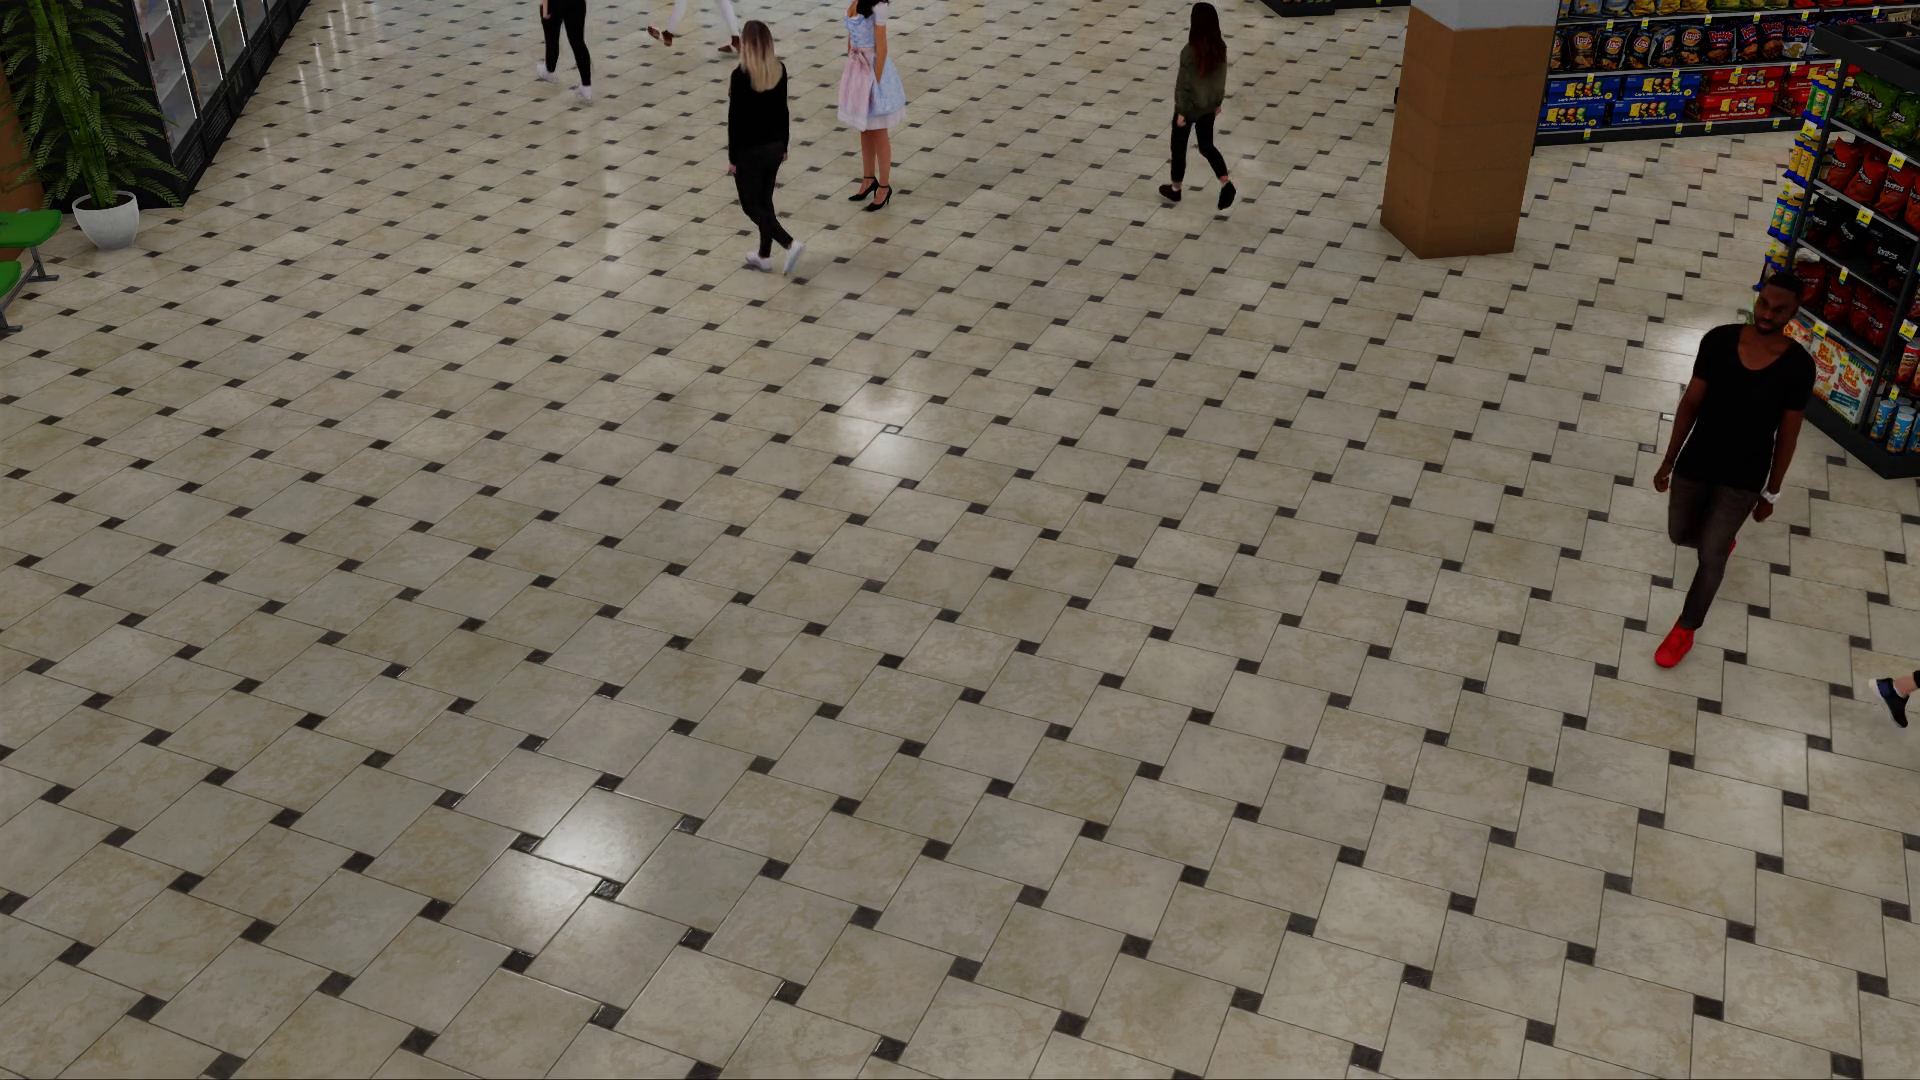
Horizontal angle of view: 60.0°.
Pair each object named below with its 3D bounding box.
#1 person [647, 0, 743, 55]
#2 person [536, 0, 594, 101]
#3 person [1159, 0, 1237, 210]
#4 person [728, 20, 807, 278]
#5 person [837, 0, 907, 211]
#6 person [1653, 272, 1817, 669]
[{"bbox_3d":[-2.270,-5.265,15.222,1.250,1.670,1.059,13,34,20],"label":"person"},{"bbox_3d":[-3.333,-4.525,14.109,1.132,1.589,1.054,-25,40,-34],"label":"person"},{"bbox_3d":[1.746,-3.067,11.892,0.977,1.457,0.888,-19,37,-27],"label":"person"},{"bbox_3d":[-1.242,-2.465,10.725,0.961,1.666,0.965,-27,41,-36],"label":"person"},{"bbox_3d":[-0.648,-3.273,11.880,0.844,1.819,0.809,-18,36,-26],"label":"person"},{"bbox_3d":[3.338,-0.338,7.196,1.129,1.784,0.986,-27,41,-36],"label":"person"}]
